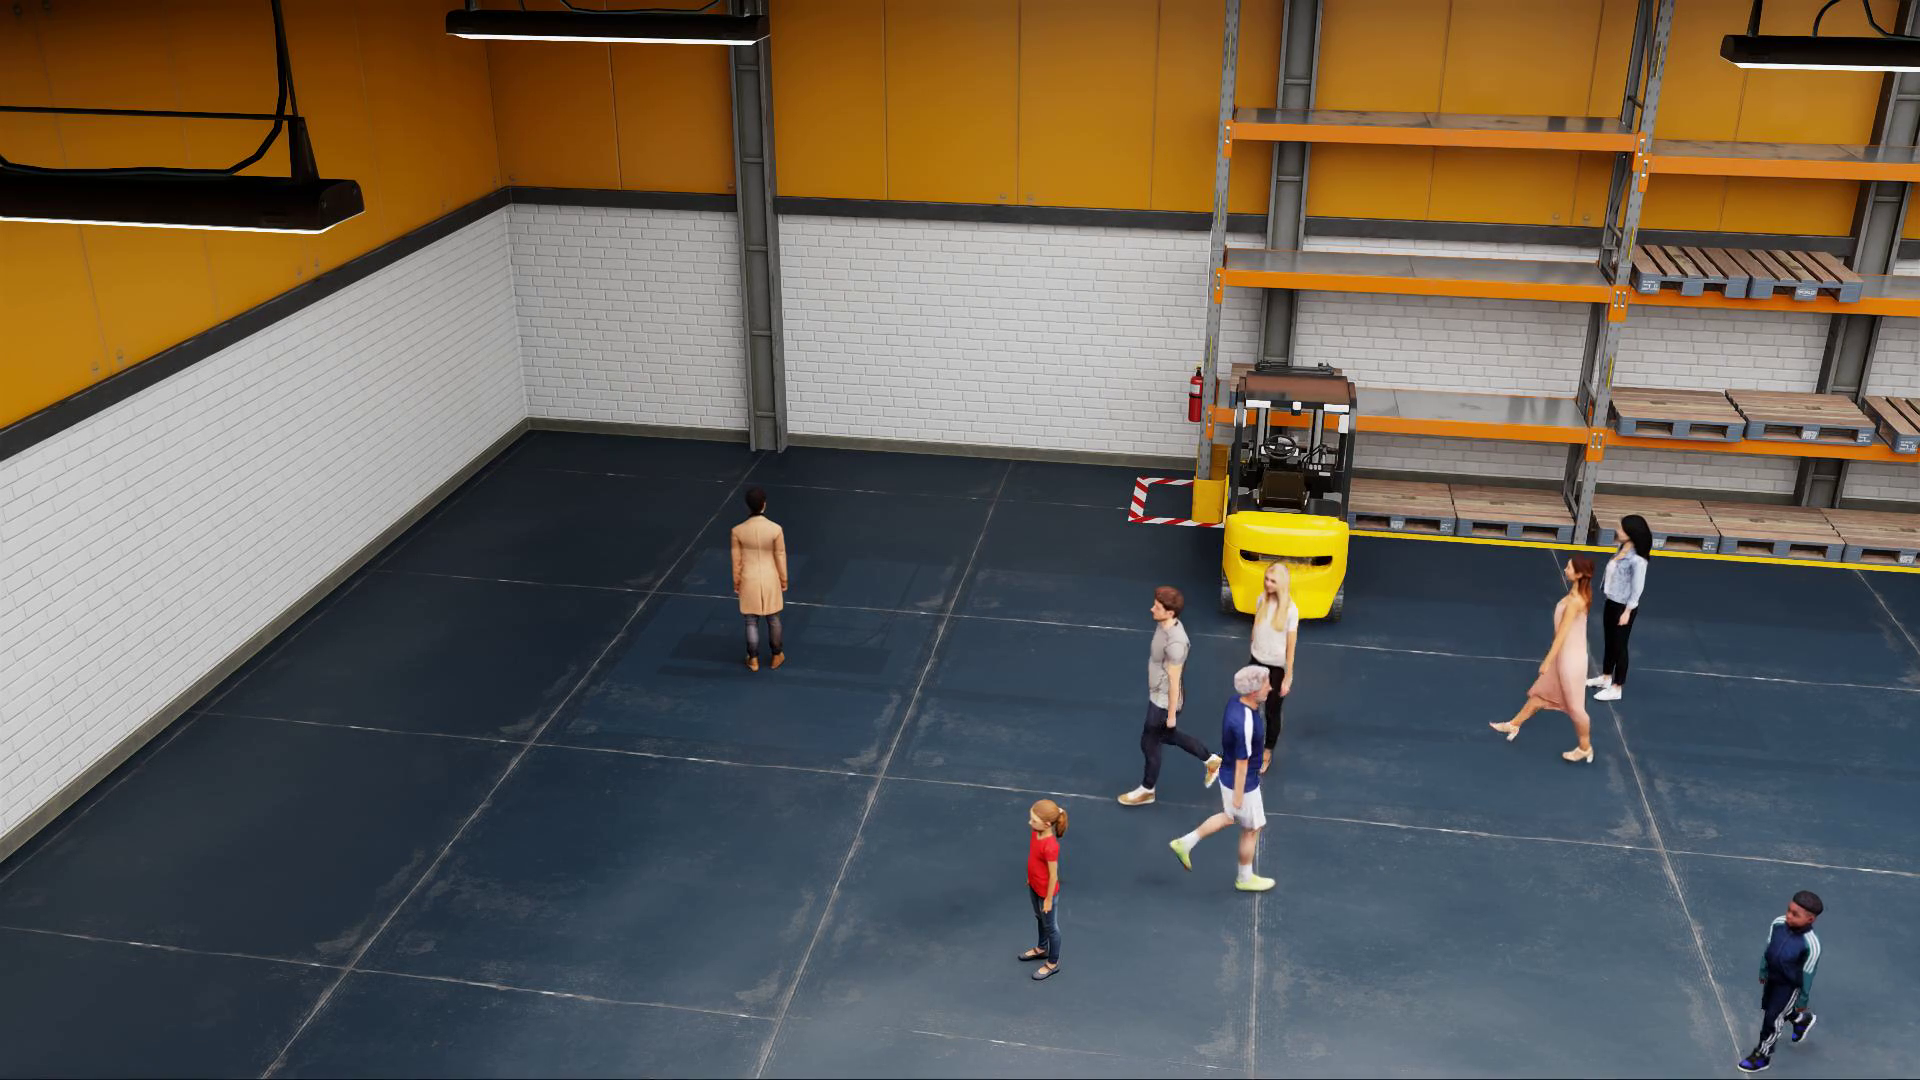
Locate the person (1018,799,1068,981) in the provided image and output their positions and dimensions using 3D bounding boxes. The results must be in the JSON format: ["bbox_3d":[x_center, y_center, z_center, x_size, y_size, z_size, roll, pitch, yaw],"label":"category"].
[{"bbox_3d":[0.561,2.275,10.941,0.593,1.310,0.559,-8,25,-17],"label":"person"}]

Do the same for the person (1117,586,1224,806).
[{"bbox_3d":[1.656,1.211,12.680,1.134,1.867,0.788,-1,24,-1],"label":"person"}]

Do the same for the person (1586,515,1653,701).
[{"bbox_3d":[5.701,0.568,14.345,0.607,1.713,0.638,-1,24,-1],"label":"person"}]

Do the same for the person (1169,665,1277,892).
[{"bbox_3d":[1.884,1.673,11.683,1.048,1.819,0.758,0,24,0],"label":"person"}]

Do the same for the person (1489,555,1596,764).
[{"bbox_3d":[4.957,0.994,13.270,1.128,1.792,0.792,10,26,22],"label":"person"}]

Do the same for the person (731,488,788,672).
[{"bbox_3d":[-1.787,0.351,14.823,0.666,1.727,0.782,-4,24,-8],"label":"person"}]

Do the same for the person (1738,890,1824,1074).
[{"bbox_3d":[5.078,2.666,10.130,0.891,1.243,0.733,-8,25,-17],"label":"person"}]

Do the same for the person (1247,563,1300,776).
[{"bbox_3d":[2.525,1.002,13.223,0.692,1.816,0.787,21,31,39],"label":"person"}]
